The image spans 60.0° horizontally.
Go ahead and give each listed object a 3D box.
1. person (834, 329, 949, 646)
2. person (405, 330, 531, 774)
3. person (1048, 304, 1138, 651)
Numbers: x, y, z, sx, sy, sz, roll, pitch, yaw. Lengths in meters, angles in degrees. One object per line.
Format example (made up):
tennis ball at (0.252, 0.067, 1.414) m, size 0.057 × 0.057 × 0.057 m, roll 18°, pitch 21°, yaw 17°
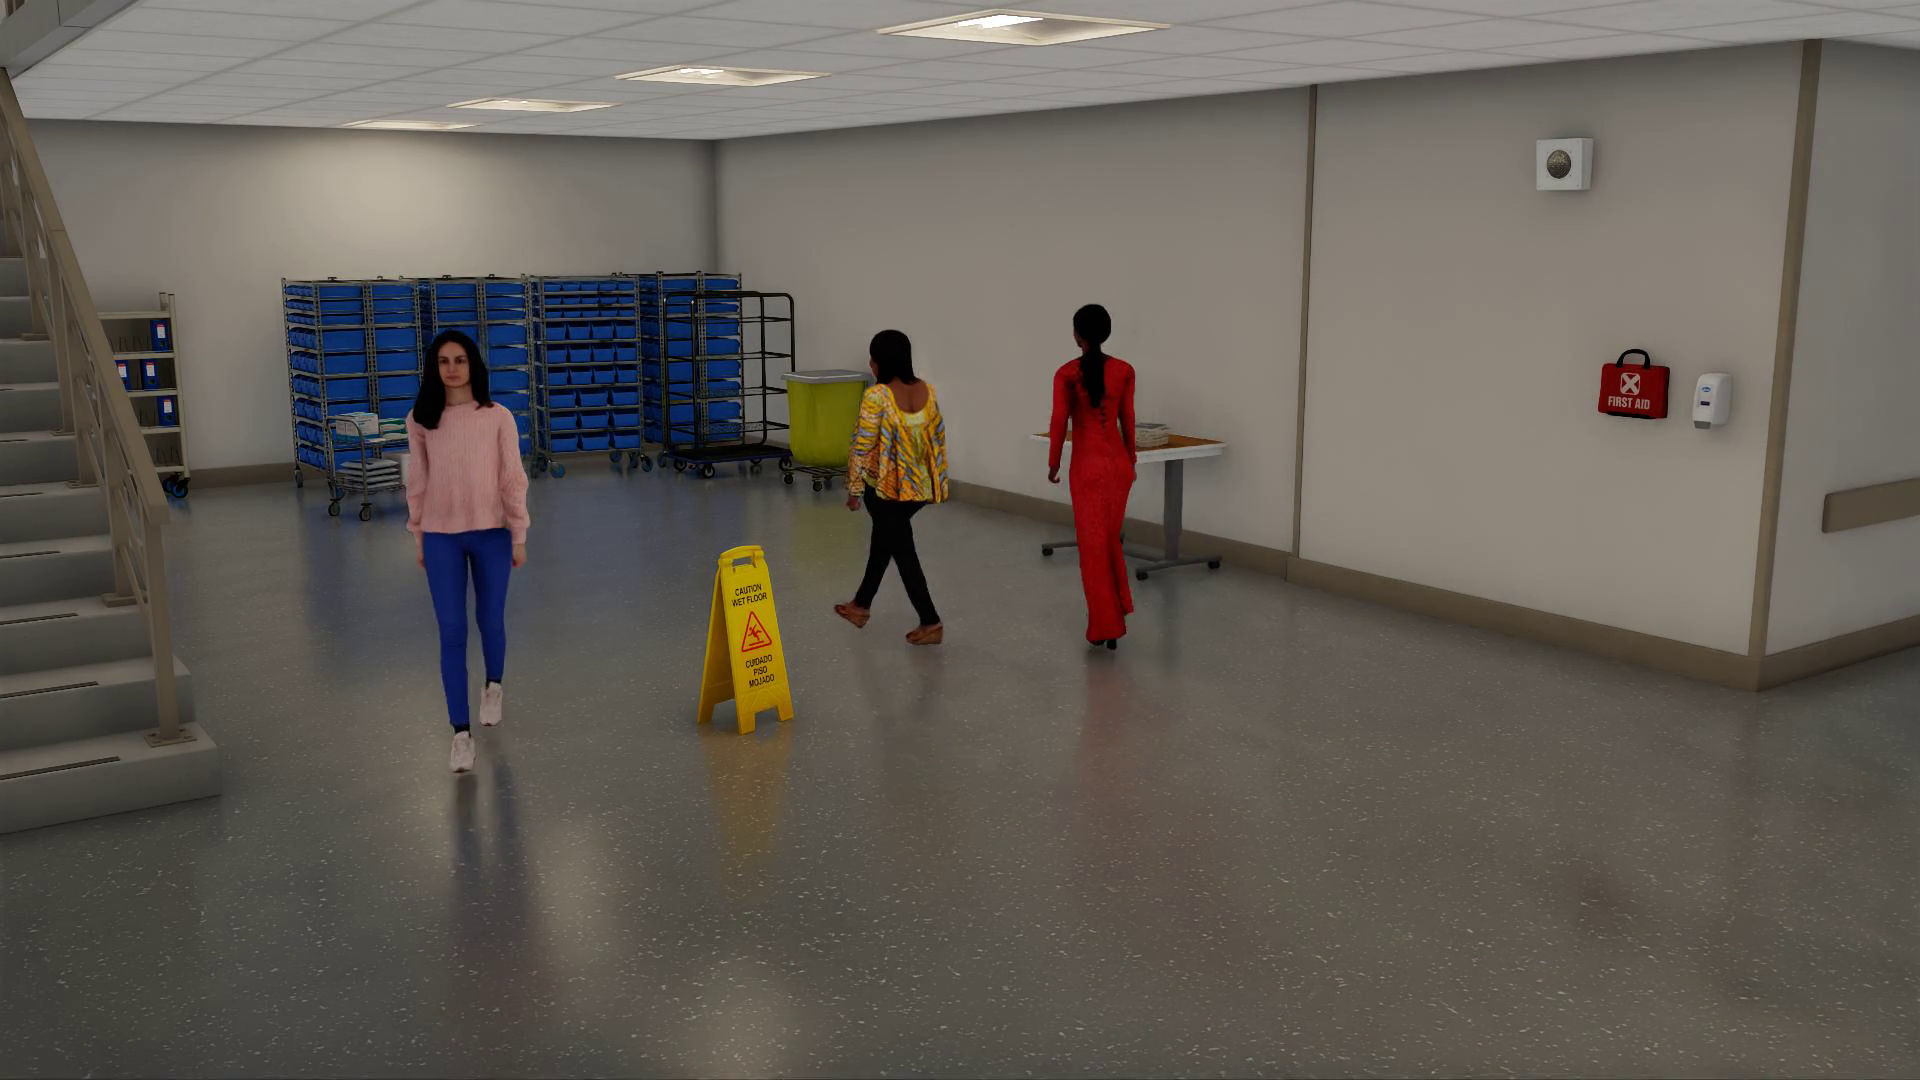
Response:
person at (-0.280, -0.226, 8.546) m, size 1.117 × 1.610 × 0.898 m, roll 8°, pitch 13°, yaw 35°
person at (-2.023, 0.024, 6.906) m, size 0.956 × 1.729 × 1.232 m, roll -2°, pitch 11°, yaw -11°
person at (0.743, -0.300, 8.511) m, size 0.634 × 1.767 × 0.739 m, roll -6°, pitch 12°, yaw -29°
